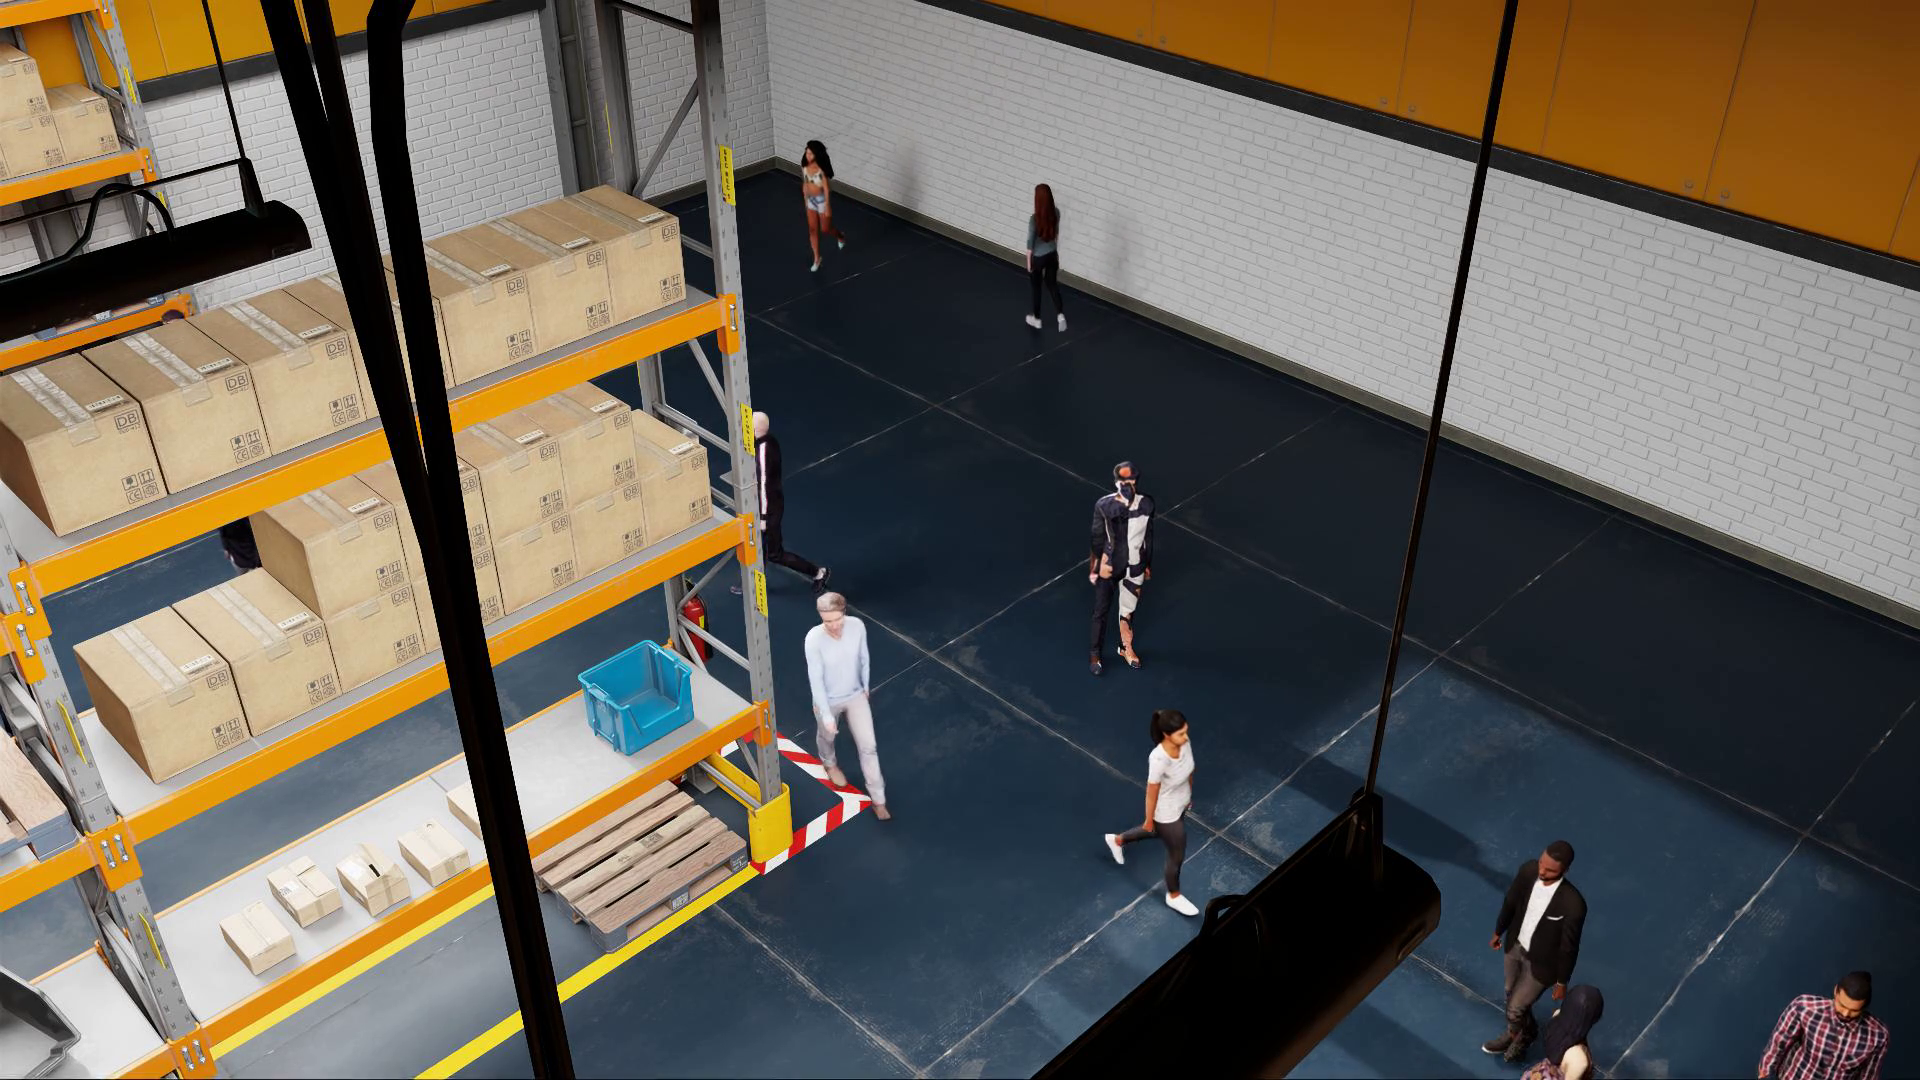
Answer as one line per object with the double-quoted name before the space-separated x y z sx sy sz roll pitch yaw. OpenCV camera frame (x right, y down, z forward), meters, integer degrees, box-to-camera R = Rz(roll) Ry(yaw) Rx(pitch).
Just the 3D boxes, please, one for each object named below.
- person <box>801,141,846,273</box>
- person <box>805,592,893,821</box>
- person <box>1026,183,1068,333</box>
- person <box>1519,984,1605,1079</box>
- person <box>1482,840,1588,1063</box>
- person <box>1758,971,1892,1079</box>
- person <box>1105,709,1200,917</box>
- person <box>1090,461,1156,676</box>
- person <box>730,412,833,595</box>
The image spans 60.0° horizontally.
"person" -1.626 -3.995 19.764 0.642 1.608 0.878 22 39 29
"person" -0.915 1.097 11.896 1.182 1.838 0.971 -17 37 -24
"person" 0.965 -3.051 18.235 0.957 1.730 0.814 -18 38 -25
"person" 3.117 3.066 9.026 1.179 1.736 1.100 0 34 -1
"person" 3.488 2.444 9.913 0.764 1.790 0.789 -14 36 -20
"person" 4.712 2.958 9.180 0.811 1.745 0.835 13 36 19
"person" 1.319 1.747 11.113 0.772 1.622 1.007 20 38 27
"person" 1.272 0.200 13.196 0.727 1.893 0.838 -7 34 -10
"person" -1.528 -0.253 13.951 1.213 1.812 1.105 -3 34 -4
